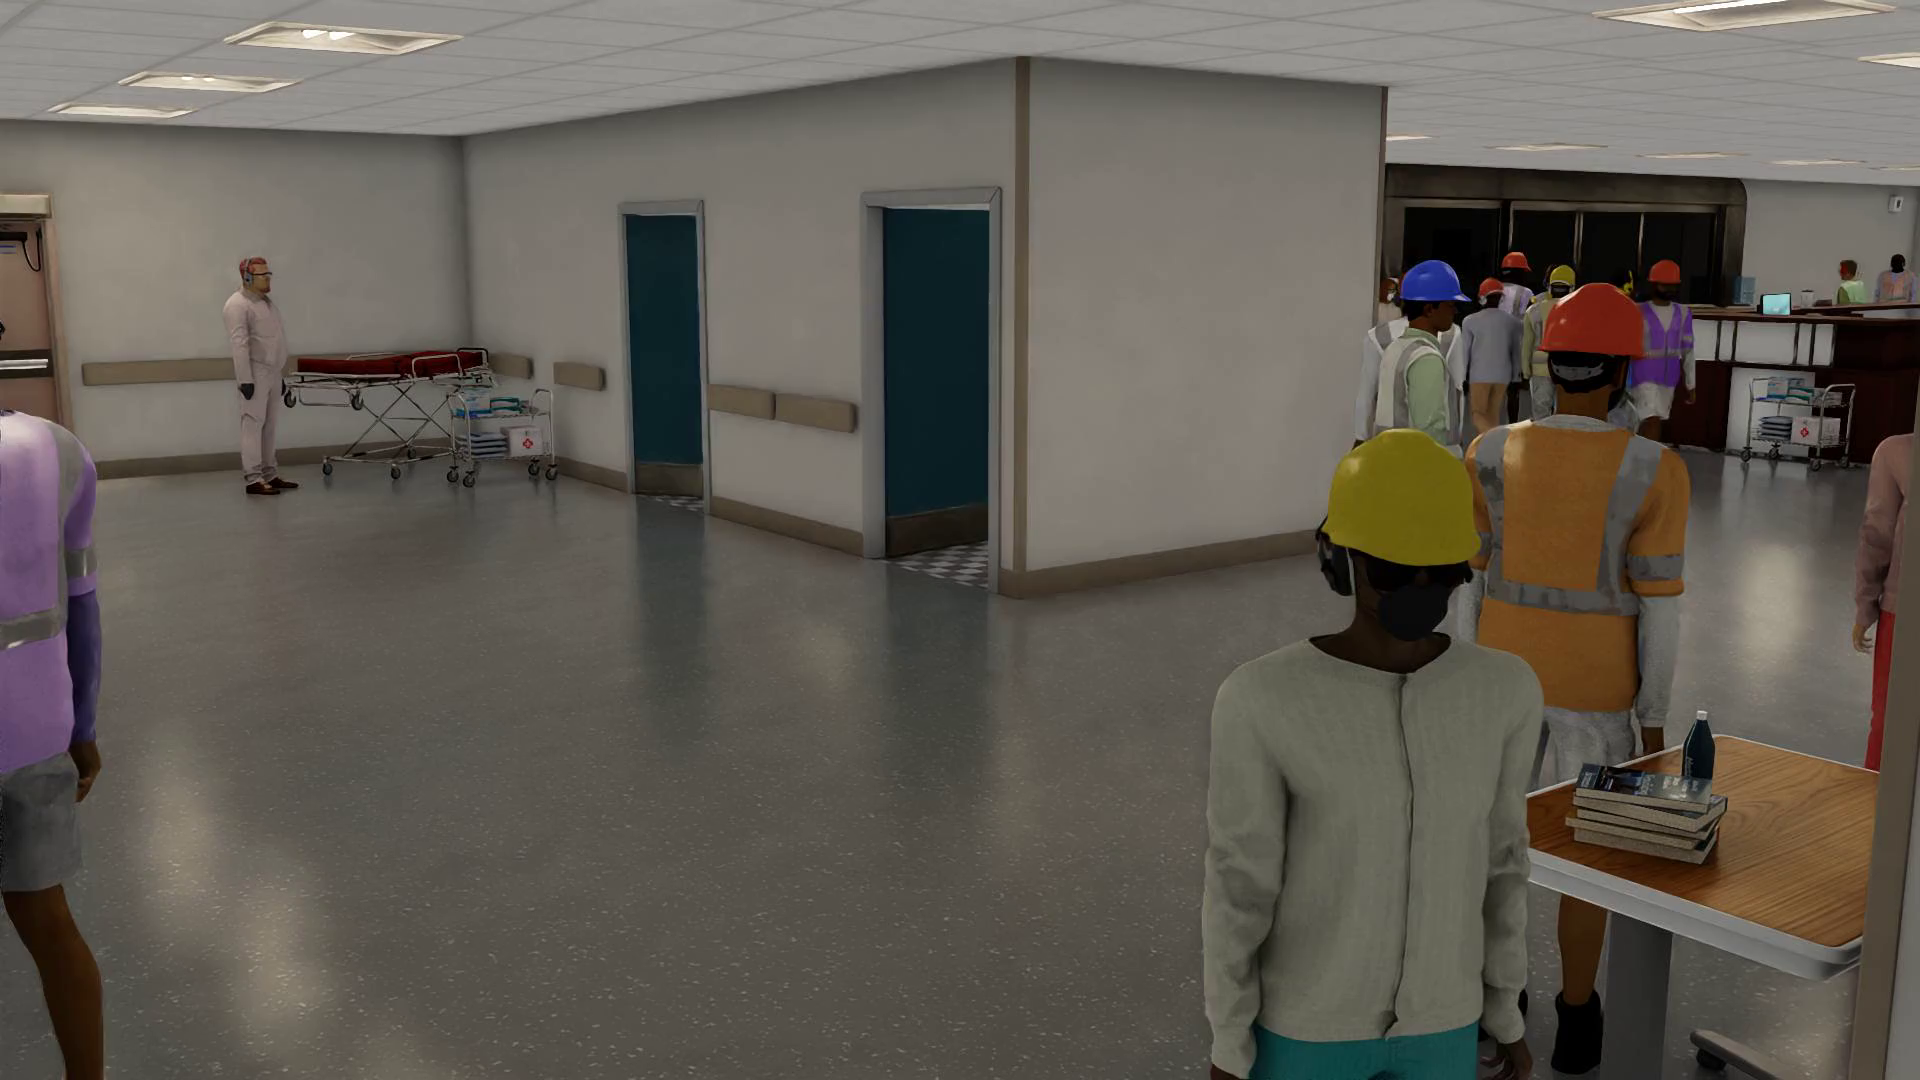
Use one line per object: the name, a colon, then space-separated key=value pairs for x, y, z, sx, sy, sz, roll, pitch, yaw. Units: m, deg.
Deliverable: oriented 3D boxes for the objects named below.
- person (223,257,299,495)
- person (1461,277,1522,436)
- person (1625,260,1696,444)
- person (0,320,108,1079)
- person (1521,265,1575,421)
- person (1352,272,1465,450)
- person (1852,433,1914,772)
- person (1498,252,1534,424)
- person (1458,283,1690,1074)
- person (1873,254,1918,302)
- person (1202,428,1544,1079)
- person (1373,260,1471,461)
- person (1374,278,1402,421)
person: x=-5.662 y=-1.331 z=13.510 sx=0.407 sy=1.910 sz=0.639 roll=0 pitch=10 yaw=2
person: x=4.735 y=-1.465 z=14.796 sx=0.563 sy=1.728 sz=0.694 roll=-1 pitch=10 yaw=-8
person: x=5.607 y=-1.283 z=13.296 sx=0.565 sy=1.882 sz=0.975 roll=-1 pitch=10 yaw=-7
person: x=-2.050 y=0.410 z=3.425 sx=0.408 sy=2.032 sz=0.613 roll=3 pitch=11 yaw=17
person: x=5.204 y=-1.472 z=14.515 sx=0.592 sy=1.832 sz=0.404 roll=4 pitch=11 yaw=22
person: x=2.640 y=-0.648 z=9.796 sx=0.633 sy=1.871 sz=0.394 roll=1 pitch=10 yaw=5
person: x=3.029 y=0.239 z=5.108 sx=0.523 sy=1.772 sz=0.299 roll=7 pitch=12 yaw=33
person: x=5.551 y=-1.937 z=16.835 sx=0.375 sy=1.934 sz=0.547 roll=-8 pitch=13 yaw=-39
person: x=1.493 y=0.341 z=4.109 sx=0.540 sy=1.930 sz=0.387 roll=7 pitch=13 yaw=36
person: x=15.457 y=-3.802 z=27.545 sx=0.626 sy=1.844 sz=0.429 roll=8 pitch=13 yaw=38
person: x=0.612 y=0.713 z=2.459 sx=0.528 sy=1.767 sz=0.329 roll=-2 pitch=10 yaw=-13
person: x=2.000 y=-0.240 z=7.290 sx=0.385 sy=1.948 sz=0.603 roll=0 pitch=10 yaw=-1
person: x=4.833 y=-2.165 z=18.987 sx=0.504 sy=1.627 sz=0.285 roll=-3 pitch=10 yaw=-15
